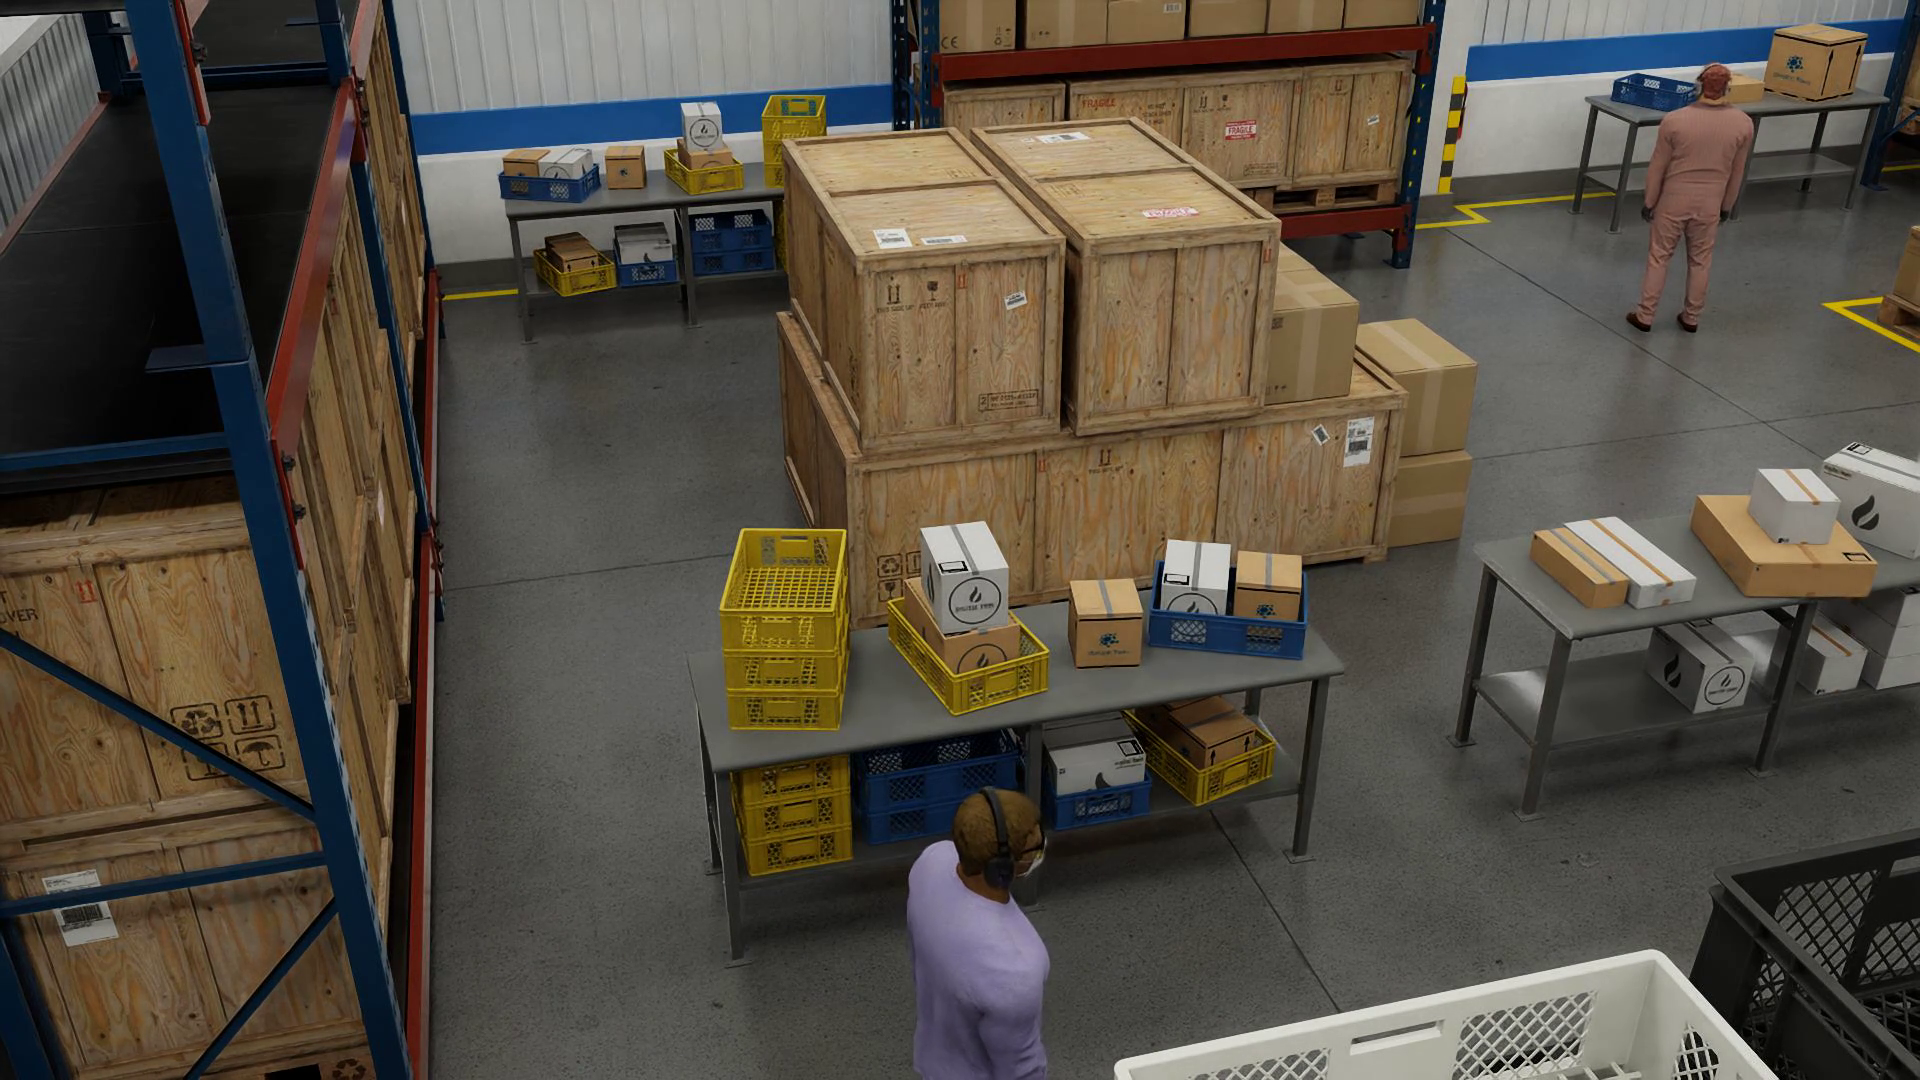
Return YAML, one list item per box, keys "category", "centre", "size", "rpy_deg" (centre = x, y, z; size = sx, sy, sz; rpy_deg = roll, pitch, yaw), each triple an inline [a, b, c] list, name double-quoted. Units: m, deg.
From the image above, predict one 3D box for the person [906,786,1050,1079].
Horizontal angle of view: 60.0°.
- category: "person"
  centre: [0.058, 1.493, 4.663]
  size: [0.372, 1.939, 0.629]
  rpy_deg: [-12, 31, -21]

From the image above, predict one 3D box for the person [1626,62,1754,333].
- category: "person"
  centre: [5.175, -2.419, 11.811]
  size: [0.642, 1.899, 0.395]
  rpy_deg: [3, 29, 5]
